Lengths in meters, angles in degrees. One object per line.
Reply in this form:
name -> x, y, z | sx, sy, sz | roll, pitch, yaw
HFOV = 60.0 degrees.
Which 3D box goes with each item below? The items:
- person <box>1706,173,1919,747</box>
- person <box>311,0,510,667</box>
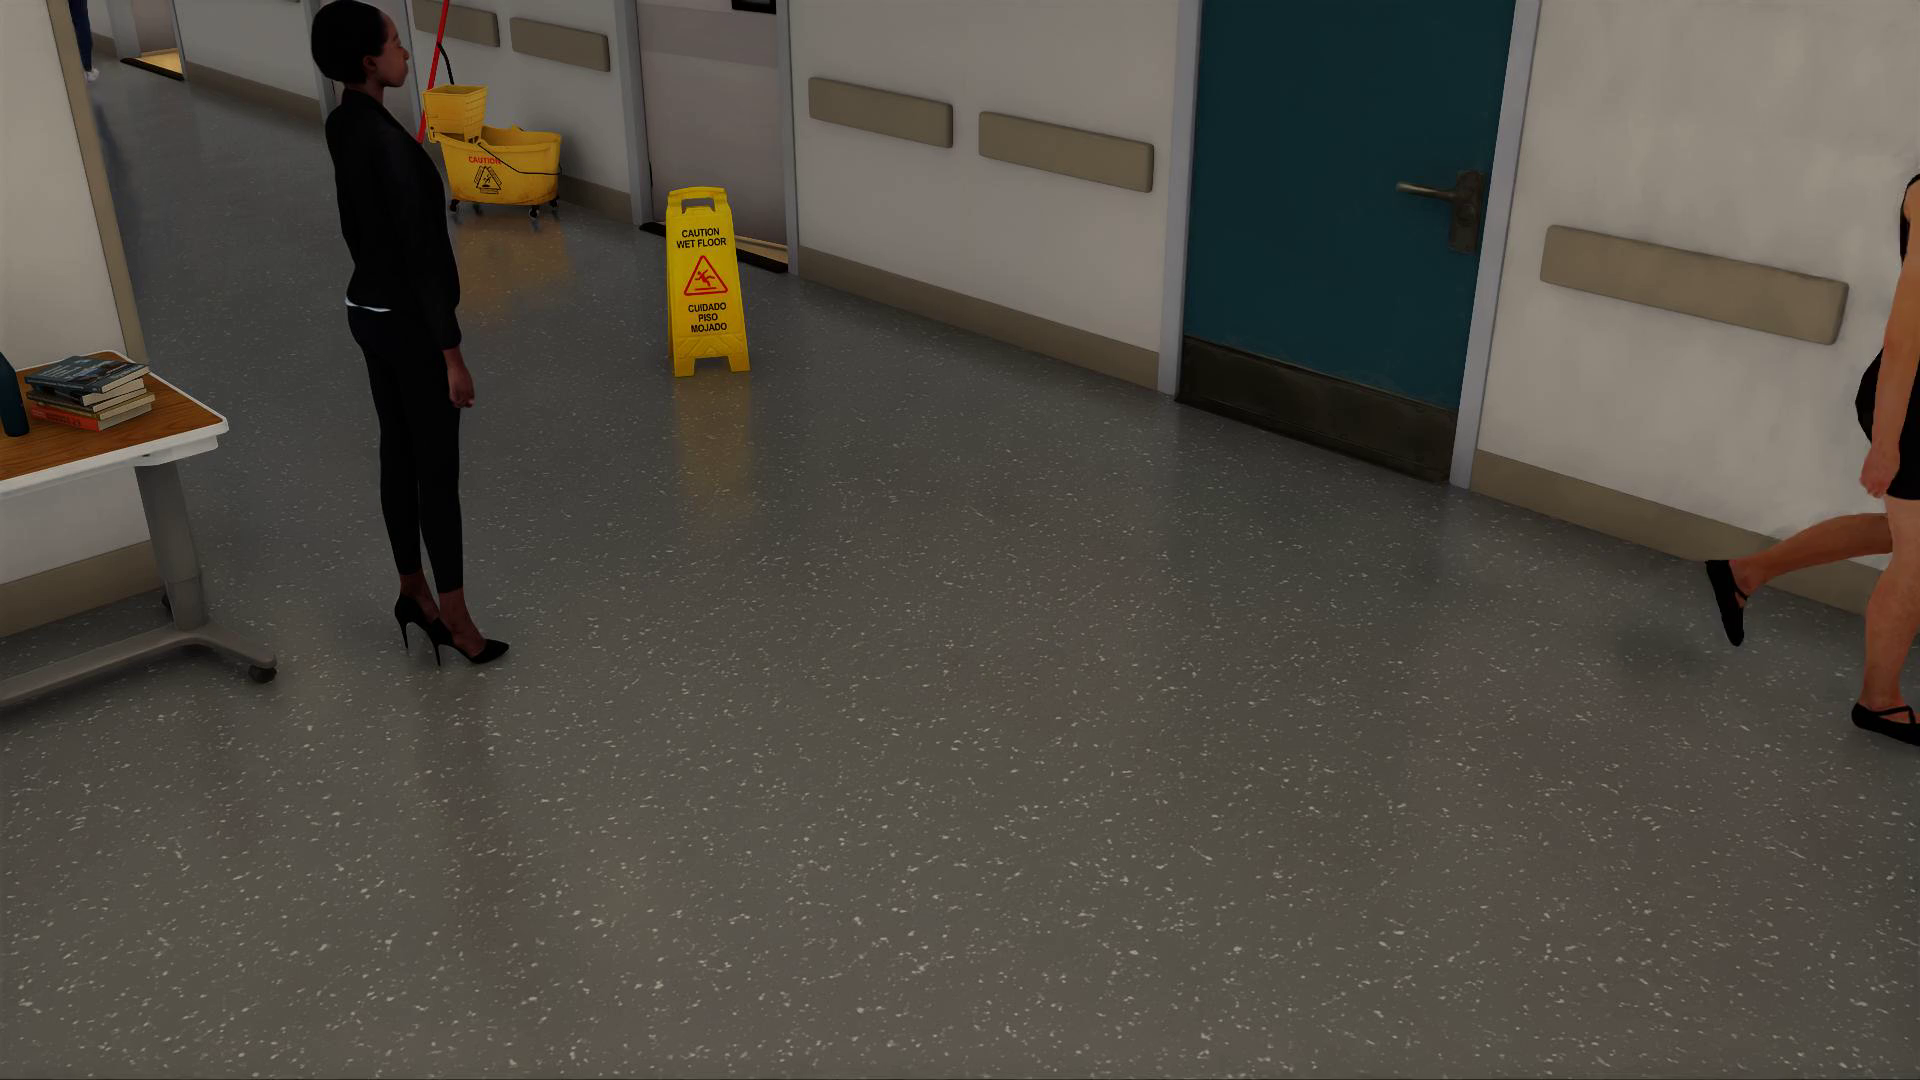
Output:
person -> 2.357, -0.363, 4.237 | 0.968, 1.799, 0.704 | 21, 33, 36
person -> -1.501, -0.519, 4.520 | 0.672, 1.834, 0.468 | -21, 33, -36
